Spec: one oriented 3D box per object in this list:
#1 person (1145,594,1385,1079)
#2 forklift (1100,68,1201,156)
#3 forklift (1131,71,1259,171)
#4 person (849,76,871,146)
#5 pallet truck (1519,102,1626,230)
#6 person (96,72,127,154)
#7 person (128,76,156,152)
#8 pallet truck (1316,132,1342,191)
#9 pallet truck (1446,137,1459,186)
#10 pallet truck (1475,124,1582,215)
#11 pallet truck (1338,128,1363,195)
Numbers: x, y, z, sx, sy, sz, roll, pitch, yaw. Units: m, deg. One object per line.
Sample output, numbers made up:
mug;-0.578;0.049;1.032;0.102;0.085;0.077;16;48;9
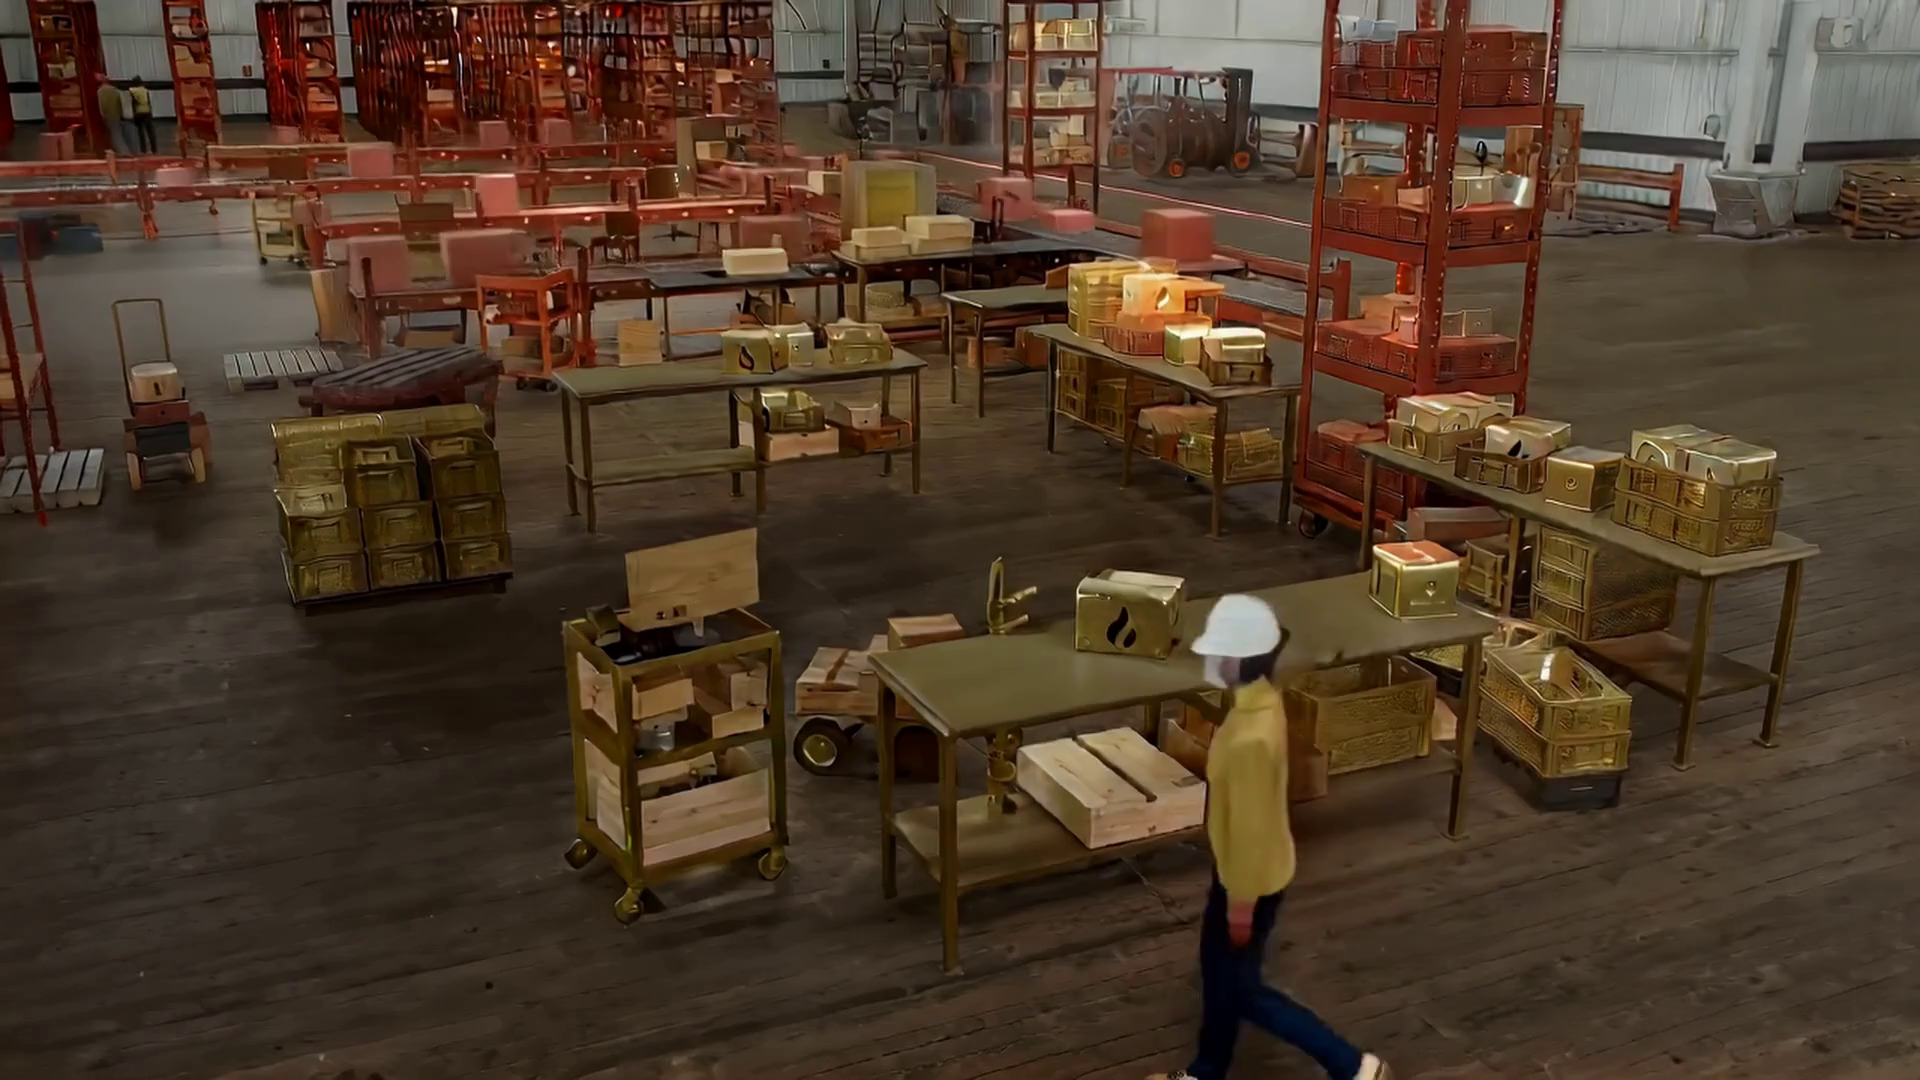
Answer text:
person;0.944;0.998;5.031;0.659;1.746;0.530;3;18;11
forklift;4.082;-9.564;37.410;2.680;1.987;1.157;-8;19;-23
forklift;4.998;-8.936;35.413;2.680;1.987;1.157;-9;20;-25
person;-2.619;-11.163;43.293;0.596;1.778;0.815;6;18;17
pallet truck;9.972;-6.037;26.785;1.885;1.965;0.823;-9;20;-25
person;-20.744;-10.418;40.610;0.481;1.969;0.630;16;23;40
person;-20.324;-10.585;41.355;0.389;1.847;0.567;10;20;29
pallet truck;7.723;-7.504;32.656;1.601;1.201;0.680;-8;19;-23
pallet truck;9.184;-6.485;29.328;1.630;1.274;0.653;-8;19;-23
pallet truck;9.707;-6.455;28.103;1.885;1.965;0.823;-7;19;-20
pallet truck;7.845;-7.140;31.411;1.522;1.261;0.704;-9;20;-25
